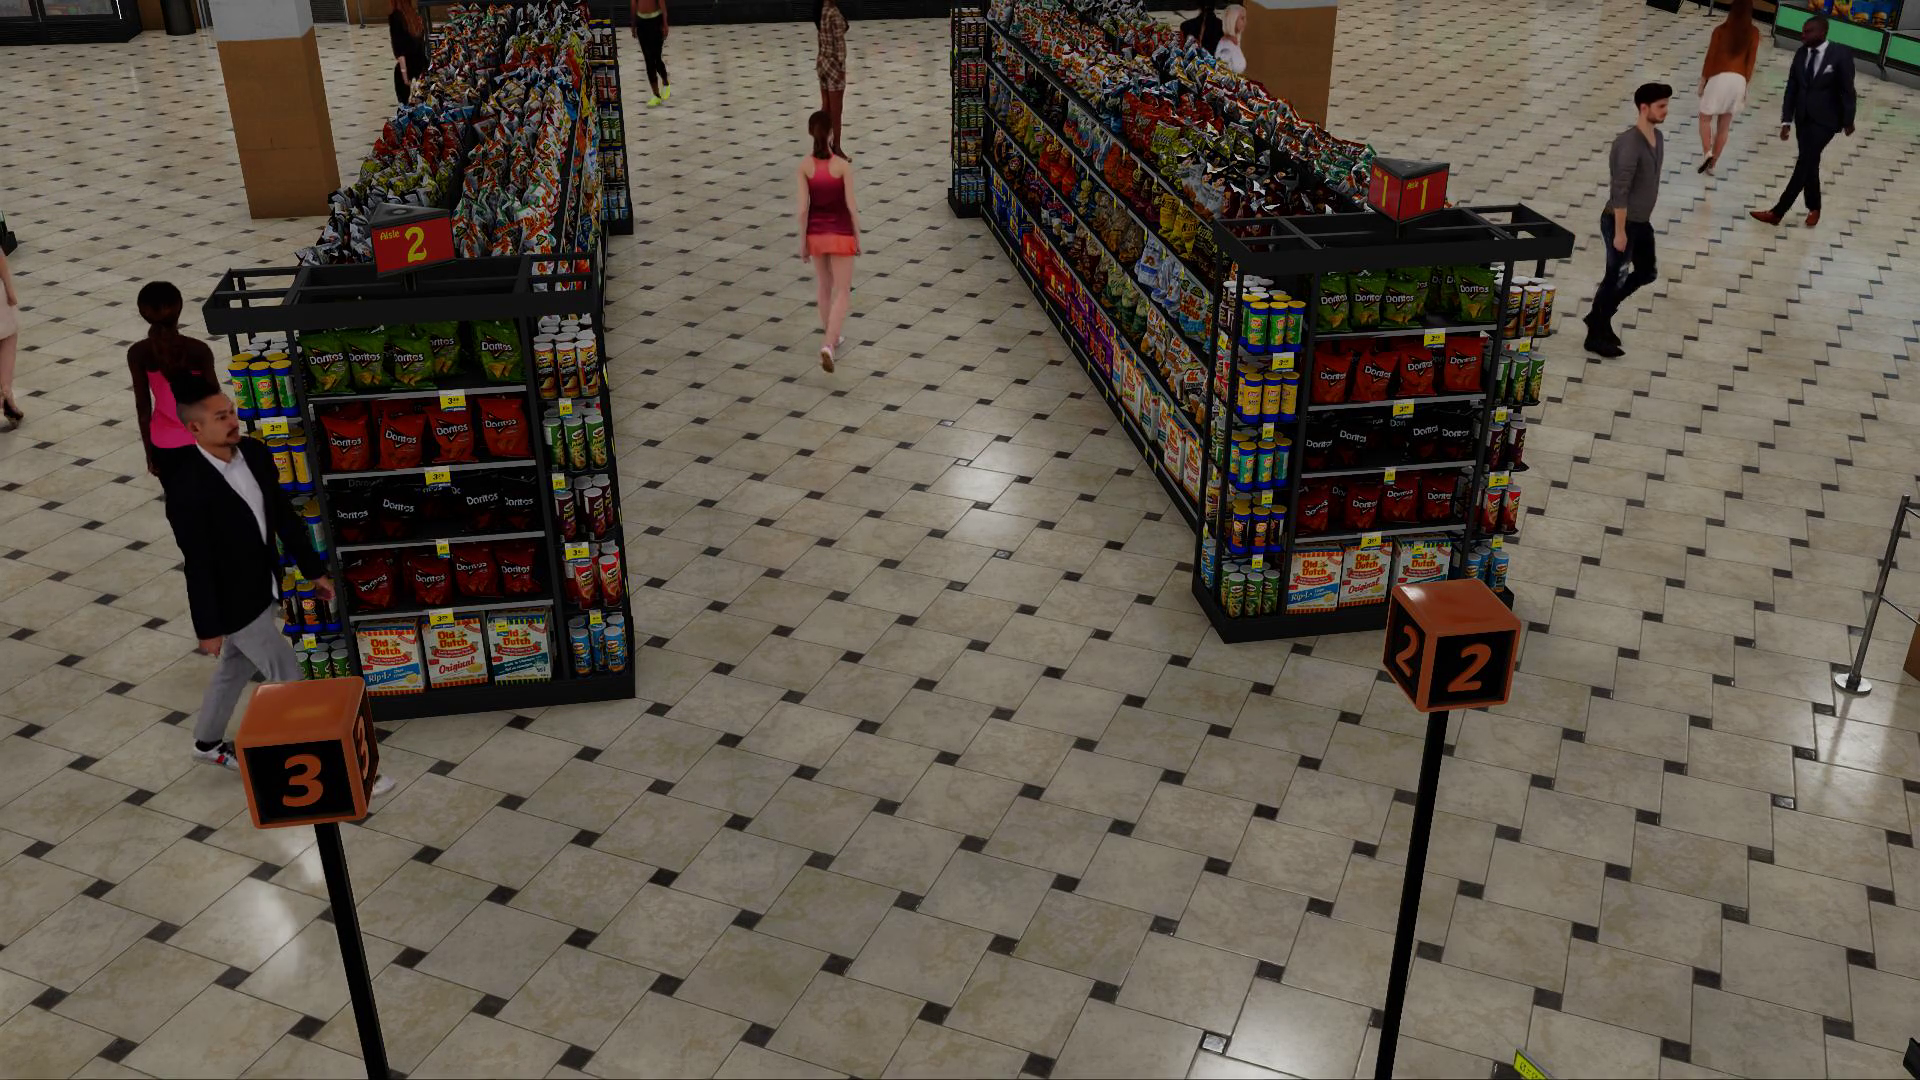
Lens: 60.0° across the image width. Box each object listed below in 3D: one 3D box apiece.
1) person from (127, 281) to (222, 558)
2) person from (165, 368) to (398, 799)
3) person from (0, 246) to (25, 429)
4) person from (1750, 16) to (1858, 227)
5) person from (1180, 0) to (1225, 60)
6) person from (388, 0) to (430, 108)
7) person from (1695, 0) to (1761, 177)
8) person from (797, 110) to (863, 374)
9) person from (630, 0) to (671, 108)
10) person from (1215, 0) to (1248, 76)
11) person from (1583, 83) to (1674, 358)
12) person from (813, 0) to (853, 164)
[{"bbox_3d":[-3.798,-0.410,8.157,0.599,1.714,0.701,-7,28,-14],"label":"person"},{"bbox_3d":[-2.977,0.205,6.736,1.061,1.903,1.268,5,27,10],"label":"person"},{"bbox_3d":[-6.058,-1.472,10.237,0.662,1.728,0.757,-9,28,-17],"label":"person"},{"bbox_3d":[7.435,-3.573,14.334,0.974,1.770,1.080,-16,31,-29],"label":"person"},{"bbox_3d":[2.361,-4.462,16.218,0.814,1.649,0.946,0,27,1],"label":"person"},{"bbox_3d":[-5.414,-4.728,16.718,1.166,1.673,1.108,17,32,30],"label":"person"},{"bbox_3d":[7.298,-4.301,15.835,0.783,1.710,0.921,6,27,11],"label":"person"},{"bbox_3d":[-0.903,-1.987,11.256,0.850,1.724,1.155,6,28,12],"label":"person"},{"bbox_3d":[-3.431,-5.776,18.710,0.721,1.741,0.779,10,29,19],"label":"person"},{"bbox_3d":[2.355,-4.003,15.219,0.750,1.735,0.681,12,29,23],"label":"person"},{"bbox_3d":[4.549,-2.217,11.528,0.833,1.889,0.858,-24,35,-39],"label":"person"},{"bbox_3d":[-1.270,-4.628,16.386,0.702,1.794,0.578,-14,30,-25],"label":"person"}]
